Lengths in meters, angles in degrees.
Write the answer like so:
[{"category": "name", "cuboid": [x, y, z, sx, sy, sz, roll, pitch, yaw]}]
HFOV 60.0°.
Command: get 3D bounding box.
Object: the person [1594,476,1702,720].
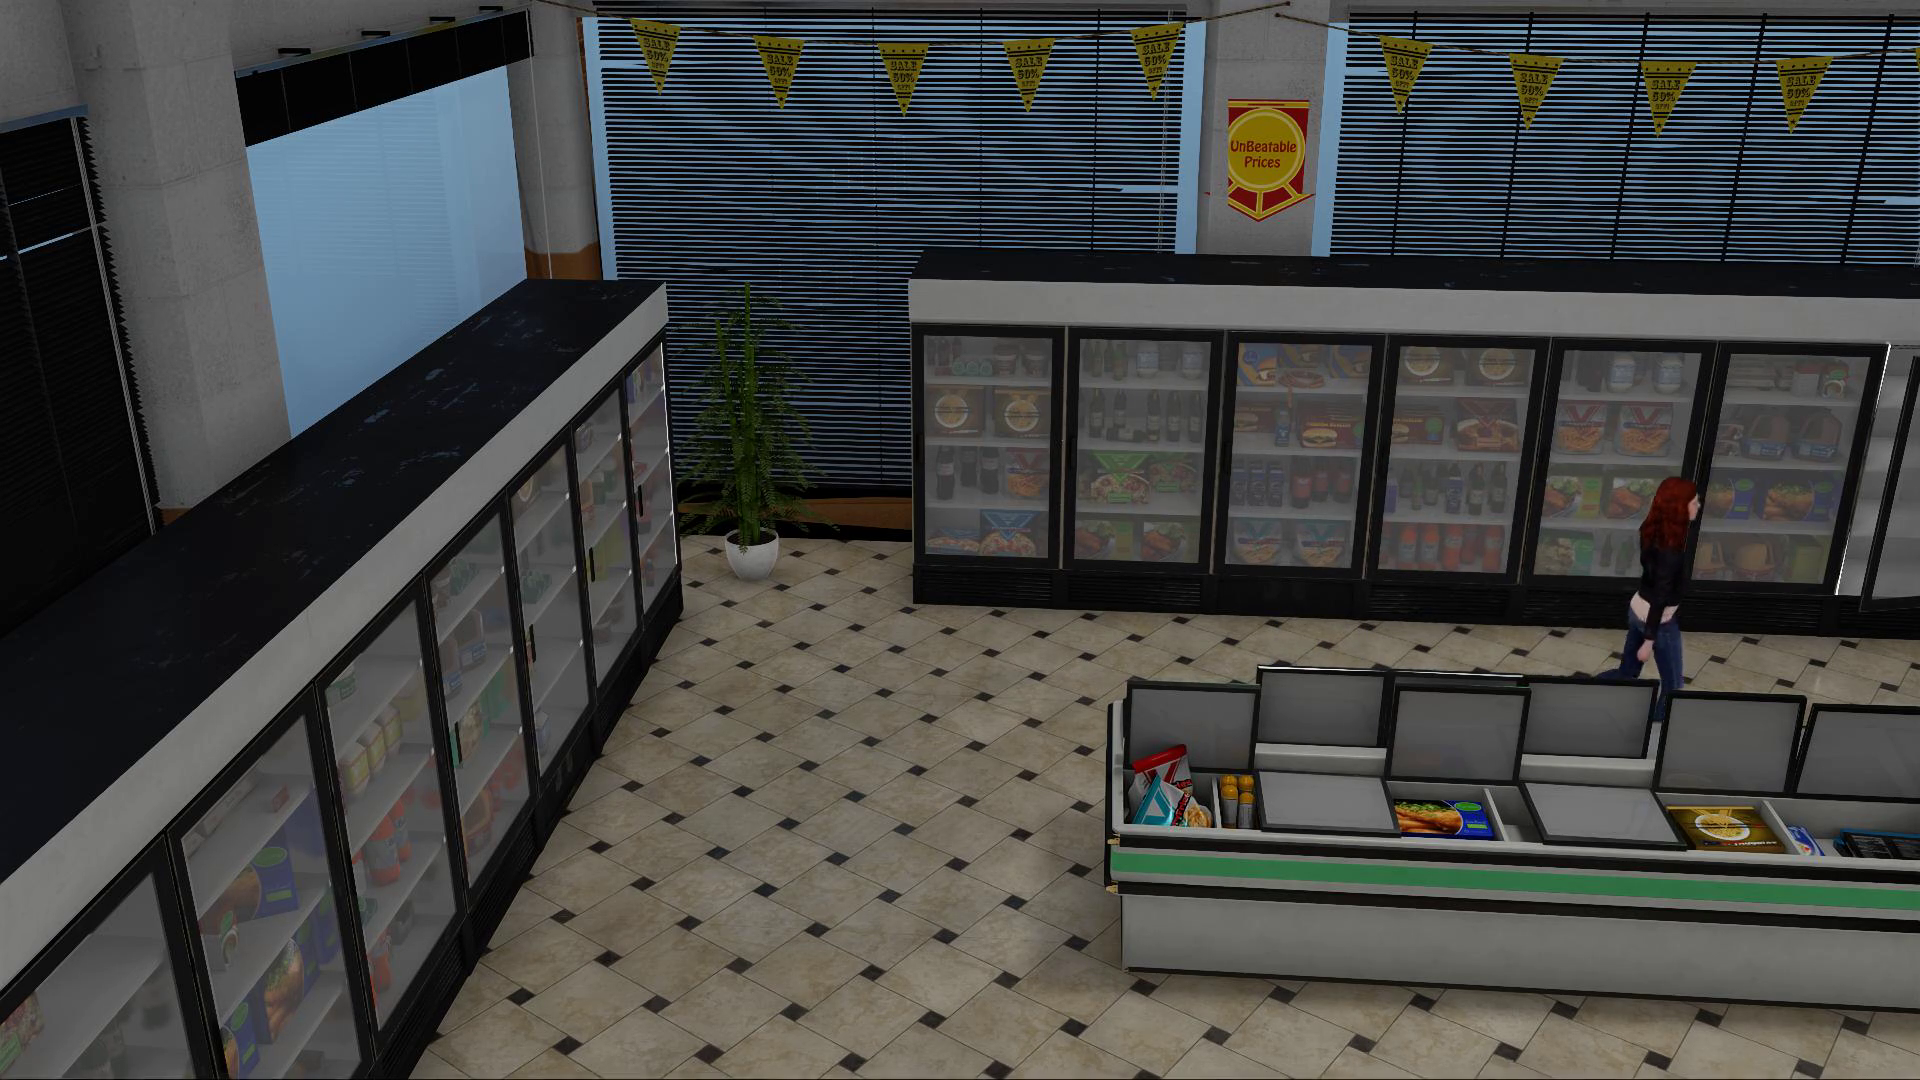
[{"category": "person", "cuboid": [3.684, 0.488, 9.111, 1.142, 1.757, 0.657, 4, 22, 10]}]
